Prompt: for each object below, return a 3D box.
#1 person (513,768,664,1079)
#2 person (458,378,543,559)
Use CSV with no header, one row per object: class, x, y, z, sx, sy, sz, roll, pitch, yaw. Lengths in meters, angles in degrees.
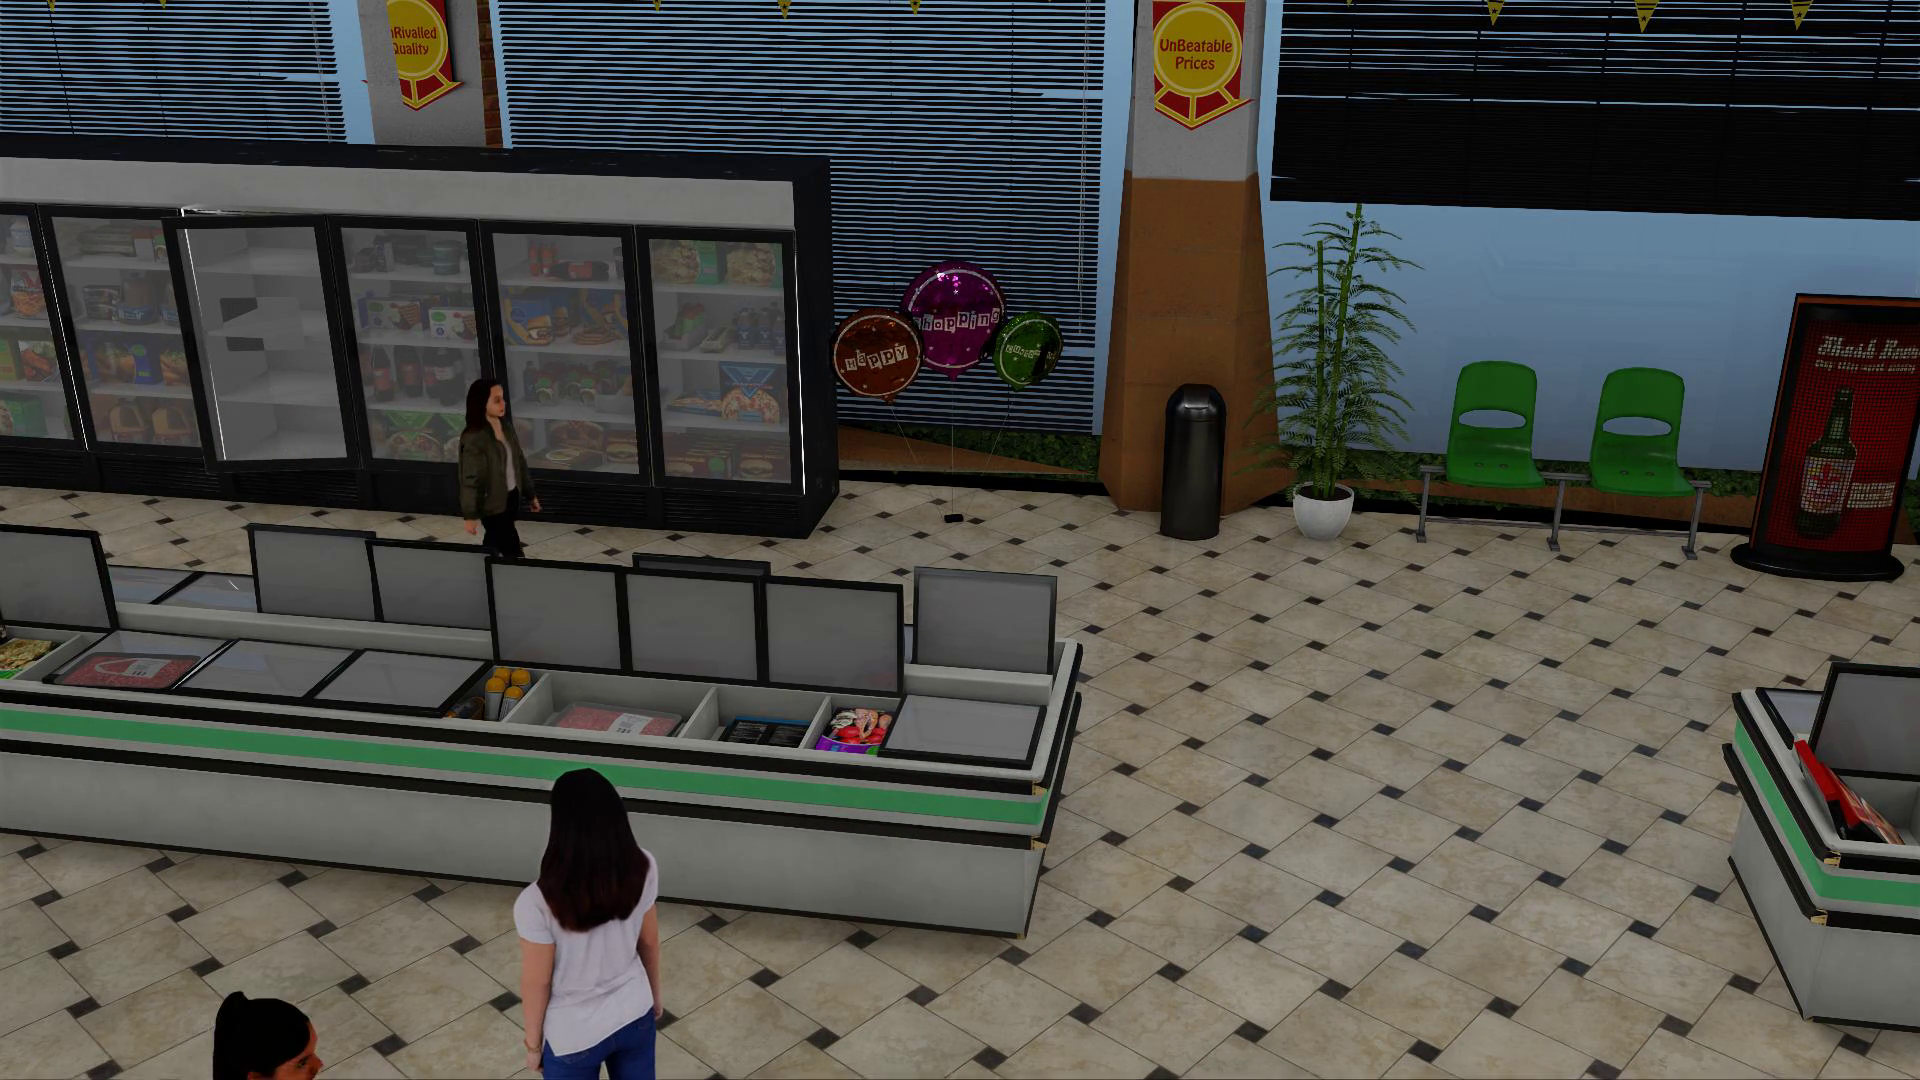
person,-1.057,1.446,4.890,0.678,1.682,0.720,-17,28,-37
person,-2.648,-0.181,9.267,0.978,1.437,0.666,6,23,16
